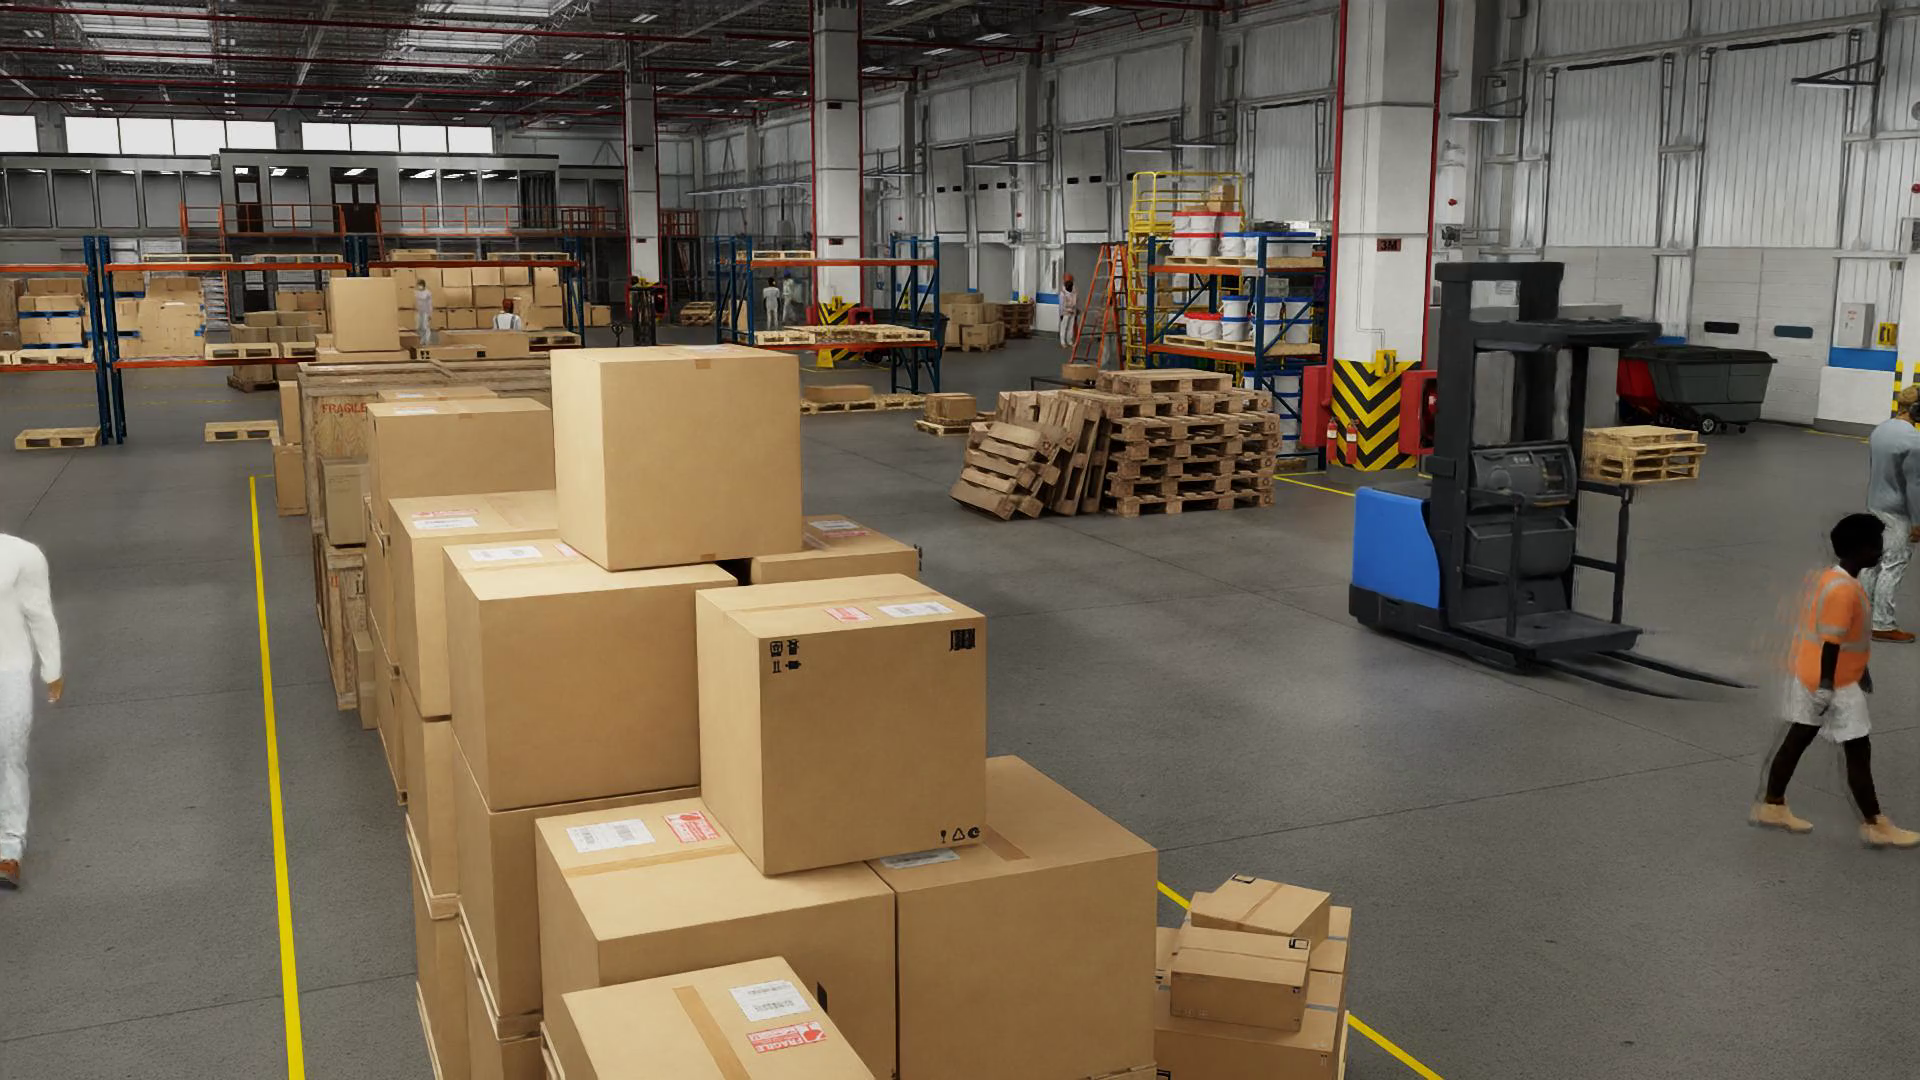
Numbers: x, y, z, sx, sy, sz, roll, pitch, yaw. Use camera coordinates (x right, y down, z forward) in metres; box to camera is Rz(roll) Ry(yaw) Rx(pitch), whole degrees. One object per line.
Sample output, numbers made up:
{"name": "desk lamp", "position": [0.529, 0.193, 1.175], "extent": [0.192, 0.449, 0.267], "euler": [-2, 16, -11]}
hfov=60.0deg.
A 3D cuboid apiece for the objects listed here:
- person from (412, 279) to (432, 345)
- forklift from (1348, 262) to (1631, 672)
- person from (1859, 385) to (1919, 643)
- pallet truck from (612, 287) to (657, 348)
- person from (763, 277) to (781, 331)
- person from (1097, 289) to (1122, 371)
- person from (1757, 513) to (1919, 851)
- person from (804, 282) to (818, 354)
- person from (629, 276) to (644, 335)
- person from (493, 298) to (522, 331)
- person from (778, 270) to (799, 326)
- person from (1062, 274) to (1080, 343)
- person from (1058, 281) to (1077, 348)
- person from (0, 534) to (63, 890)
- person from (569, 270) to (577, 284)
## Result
{"name": "person", "position": [-14.579, -6.133, 45.194], "extent": [0.653, 1.895, 0.533], "euler": [3, 11, 16]}
{"name": "forklift", "position": [3.878, -0.639, 12.210], "extent": [1.129, 2.768, 1.873], "euler": [-5, 11, -25]}
{"name": "person", "position": [6.969, -0.191, 12.378], "extent": [0.385, 1.929, 0.636], "euler": [0, 10, 1]}
{"name": "pallet truck", "position": [-6.464, -4.406, 35.401], "extent": [0.823, 1.965, 1.885], "euler": [6, 12, 32]}
{"name": "person", "position": [-5.515, -6.770, 48.803], "extent": [0.521, 1.865, 0.328], "euler": [1, 10, 3]}
{"name": "person", "position": [3.291, -4.571, 36.546], "extent": [0.592, 1.933, 0.384], "euler": [-6, 12, -31]}
{"name": "person", "position": [4.415, 0.692, 8.202], "extent": [0.812, 1.654, 0.549], "euler": [4, 11, 22]}
{"name": "person", "position": [-3.695, -5.775, 43.261], "extent": [0.602, 1.895, 0.704], "euler": [-4, 11, -23]}
{"name": "person", "position": [-10.093, -7.313, 51.862], "extent": [0.430, 1.840, 0.626], "euler": [1, 10, 7]}
{"name": "person", "position": [-8.436, -3.574, 31.134], "extent": [0.583, 1.881, 0.337], "euler": [3, 11, 14]}
{"name": "person", "position": [-5.938, -8.364, 57.428], "extent": [0.821, 1.920, 0.624], "euler": [-6, 12, -28]}
{"name": "person", "position": [3.173, -6.669, 47.928], "extent": [0.623, 1.985, 0.407], "euler": [7, 13, 35]}
{"name": "person", "position": [2.979, -6.189, 45.660], "extent": [0.619, 1.845, 0.430], "euler": [-9, 13, -40]}
{"name": "person", "position": [-4.551, 0.675, 7.686], "extent": [0.650, 1.886, 1.000], "euler": [-3, 11, -17]}
{"name": "person", "position": [-14.325, -9.053, 61.437], "extent": [0.609, 1.837, 0.954], "euler": [5, 12, 27]}
